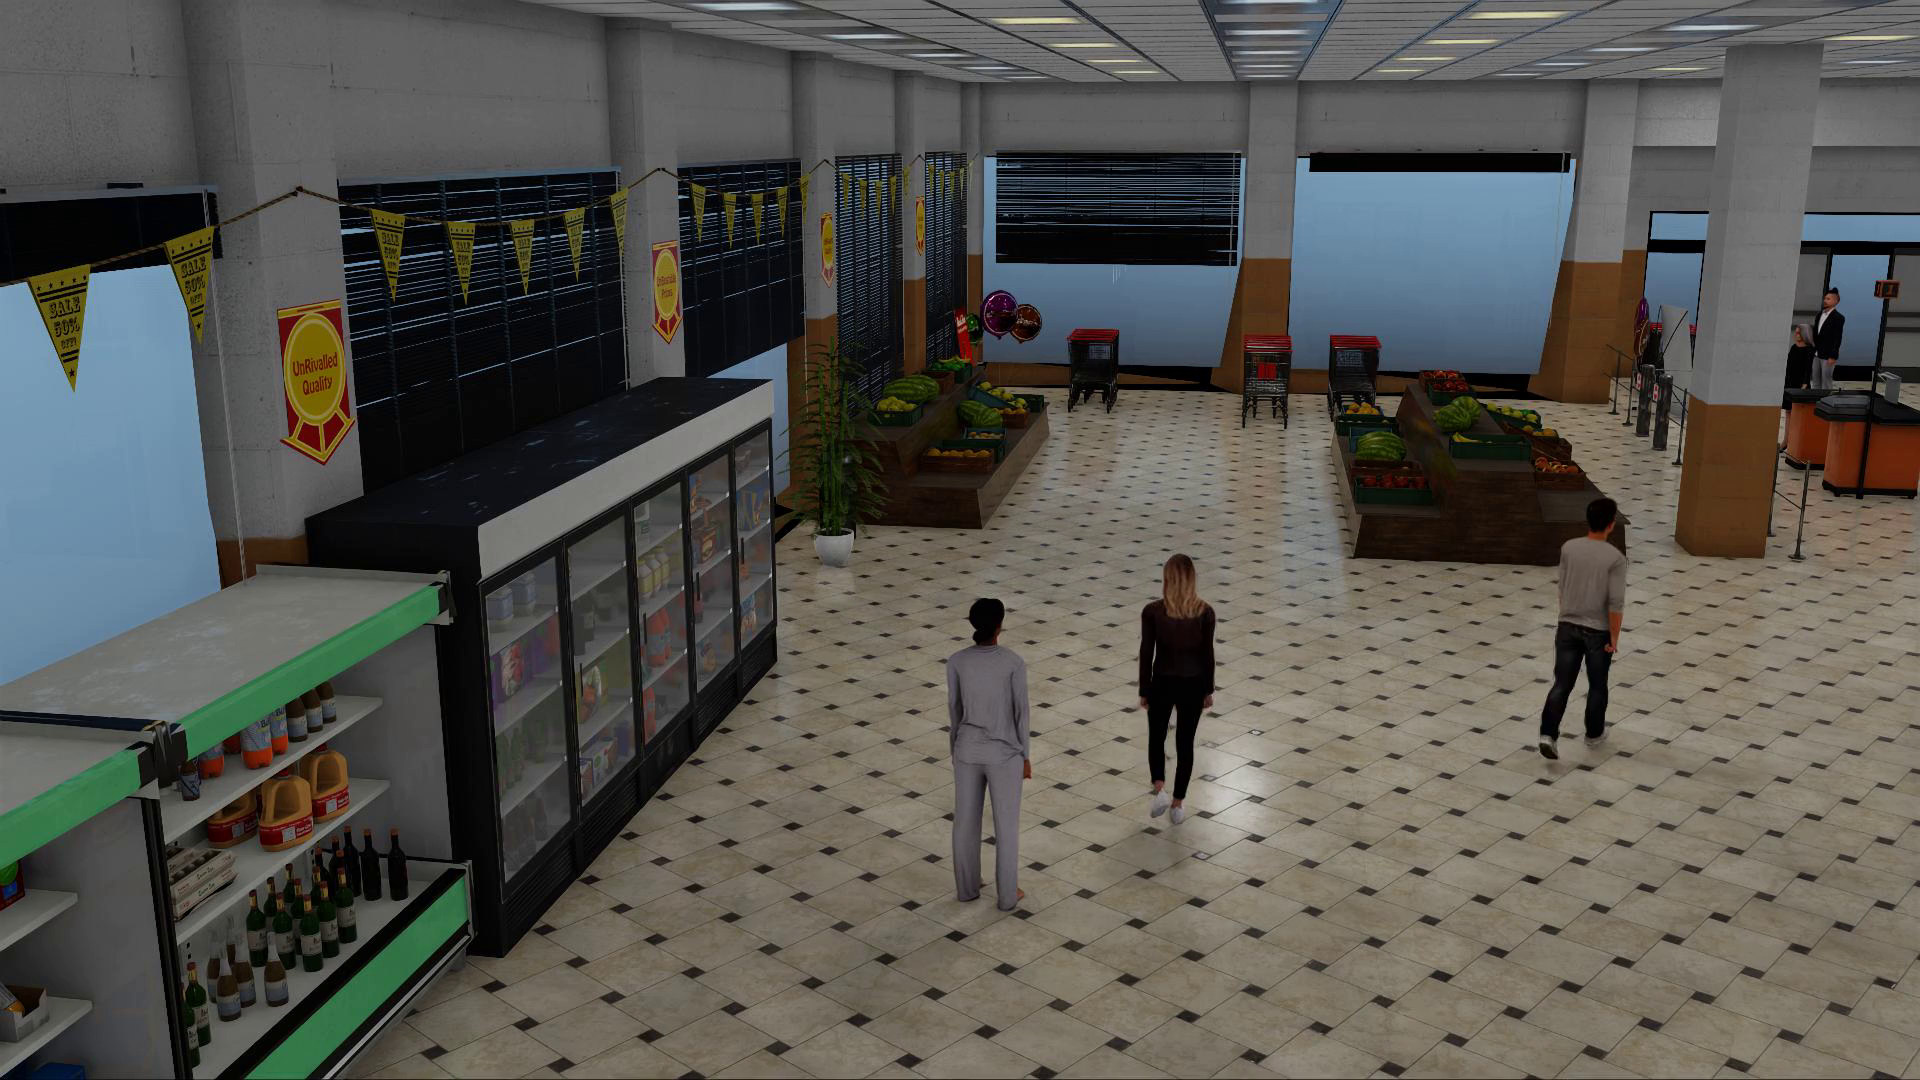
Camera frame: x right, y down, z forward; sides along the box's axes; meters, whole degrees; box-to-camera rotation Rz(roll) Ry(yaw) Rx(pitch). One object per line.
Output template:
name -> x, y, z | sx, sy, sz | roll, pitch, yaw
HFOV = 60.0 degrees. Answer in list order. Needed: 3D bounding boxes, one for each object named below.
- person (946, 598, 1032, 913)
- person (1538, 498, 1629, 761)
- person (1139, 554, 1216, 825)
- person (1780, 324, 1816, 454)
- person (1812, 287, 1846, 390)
person -> 0.153, 1.162, 9.080 | 0.665, 1.735, 0.616 | 5, 15, 20
person -> 4.164, 0.621, 11.205 | 1.015, 1.784, 1.216 | 11, 18, 39
person -> 1.319, 0.942, 10.076 | 0.631, 1.693, 0.715 | 1, 14, 6
person -> 11.111, -2.005, 22.112 | 0.747, 1.746, 0.630 | -3, 14, -12
person -> 13.089, -2.845, 25.145 | 0.846, 1.949, 0.689 | -3, 14, -12
